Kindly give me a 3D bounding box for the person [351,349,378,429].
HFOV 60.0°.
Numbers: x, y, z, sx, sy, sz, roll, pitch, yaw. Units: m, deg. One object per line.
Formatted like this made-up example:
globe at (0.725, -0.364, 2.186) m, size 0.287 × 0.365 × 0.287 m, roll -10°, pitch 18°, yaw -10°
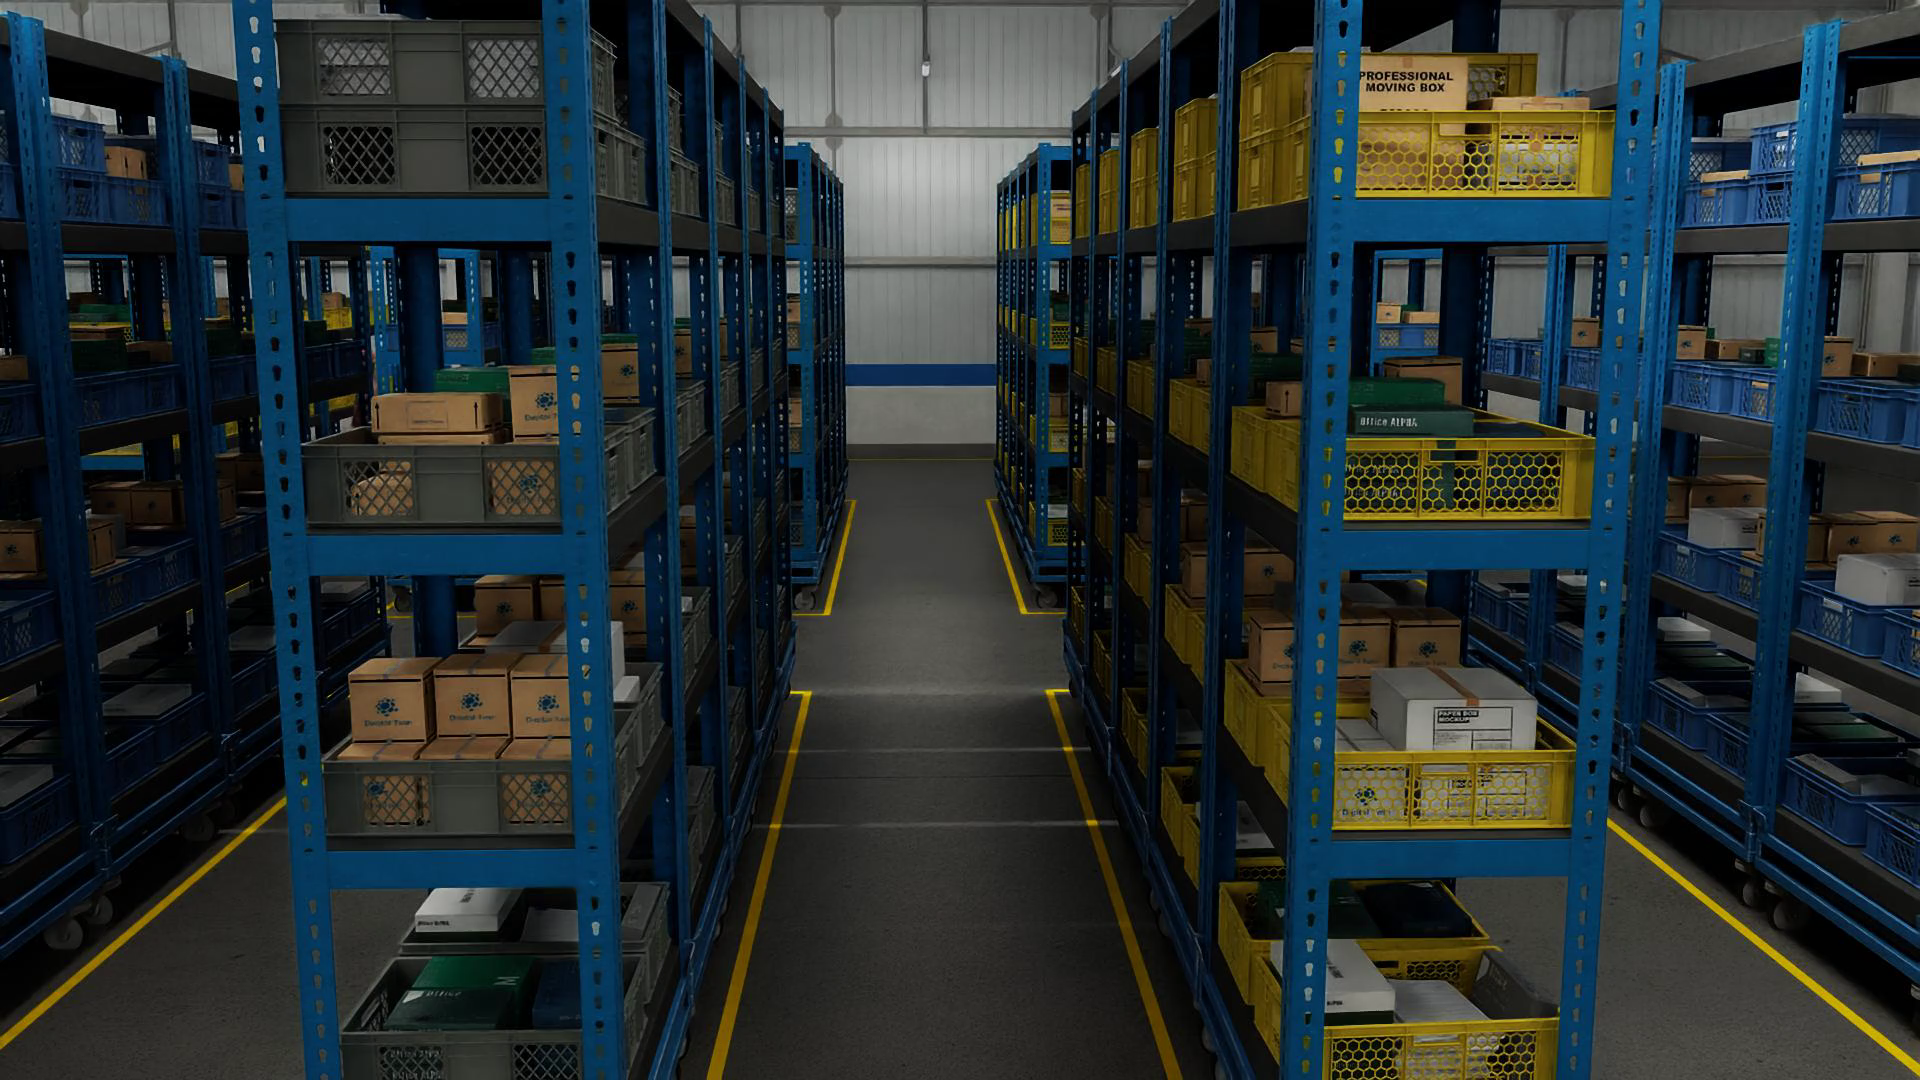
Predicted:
person at (-5.433, -0.805, 15.296) m, size 0.434 × 1.981 × 0.630 m, roll -2°, pitch 10°, yaw -13°
